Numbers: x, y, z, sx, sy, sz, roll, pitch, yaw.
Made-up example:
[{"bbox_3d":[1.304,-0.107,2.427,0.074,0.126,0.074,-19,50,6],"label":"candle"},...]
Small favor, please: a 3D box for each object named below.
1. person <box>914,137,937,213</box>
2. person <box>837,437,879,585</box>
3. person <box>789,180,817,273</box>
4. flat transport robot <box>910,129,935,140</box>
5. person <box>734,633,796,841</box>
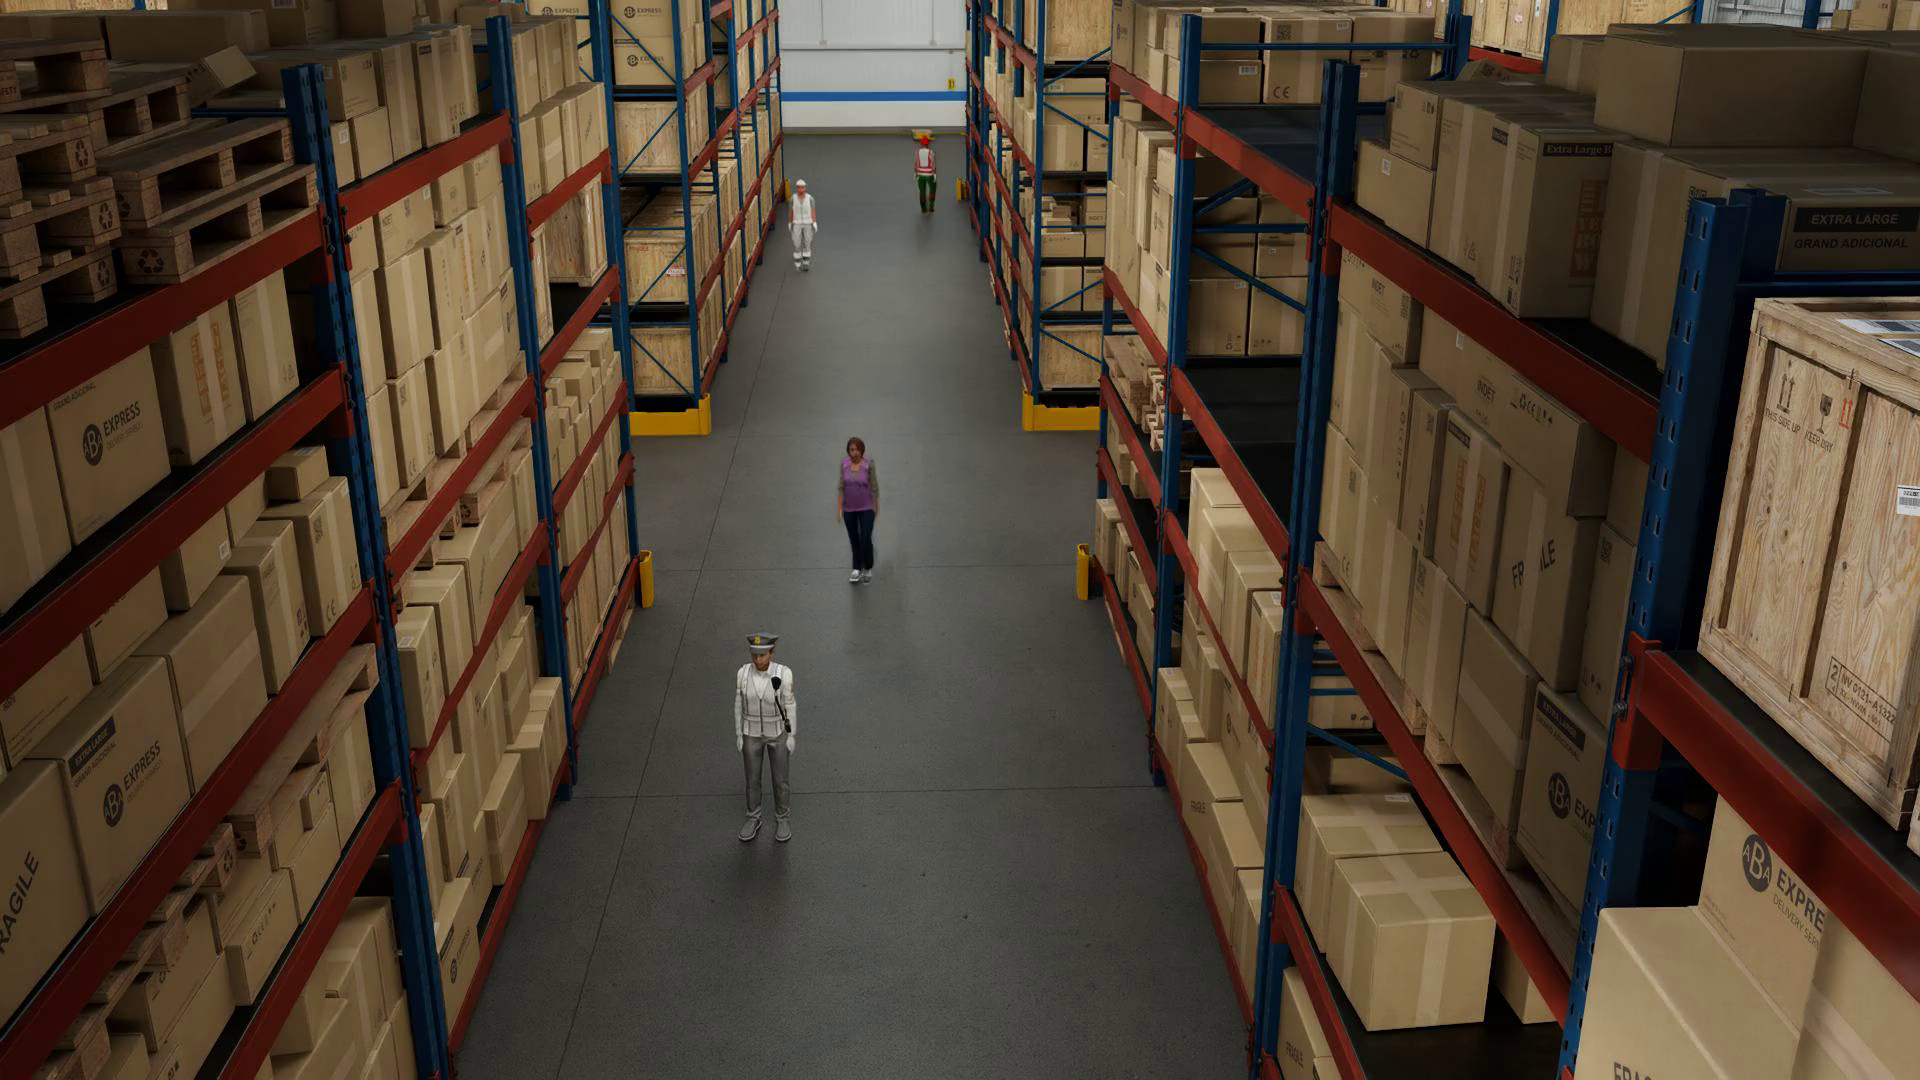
[{"bbox_3d":[-0.822,-8.768,39.917,0.560,1.794,0.431,4,21,10],"label":"person"},{"bbox_3d":[-1.073,-0.315,17.518,0.424,1.596,0.418,4,21,11],"label":"person"},{"bbox_3d":[-3.134,-6.275,33.249,0.568,1.795,0.554,-3,21,-8],"label":"person"},{"bbox_3d":[-1.225,-13.130,53.910,0.659,0.255,1.431,-3,21,-7],"label":"flat transport robot"},{"bbox_3d":[-1.479,1.480,12.640,0.465,1.691,0.334,1,20,2],"label":"person"}]
